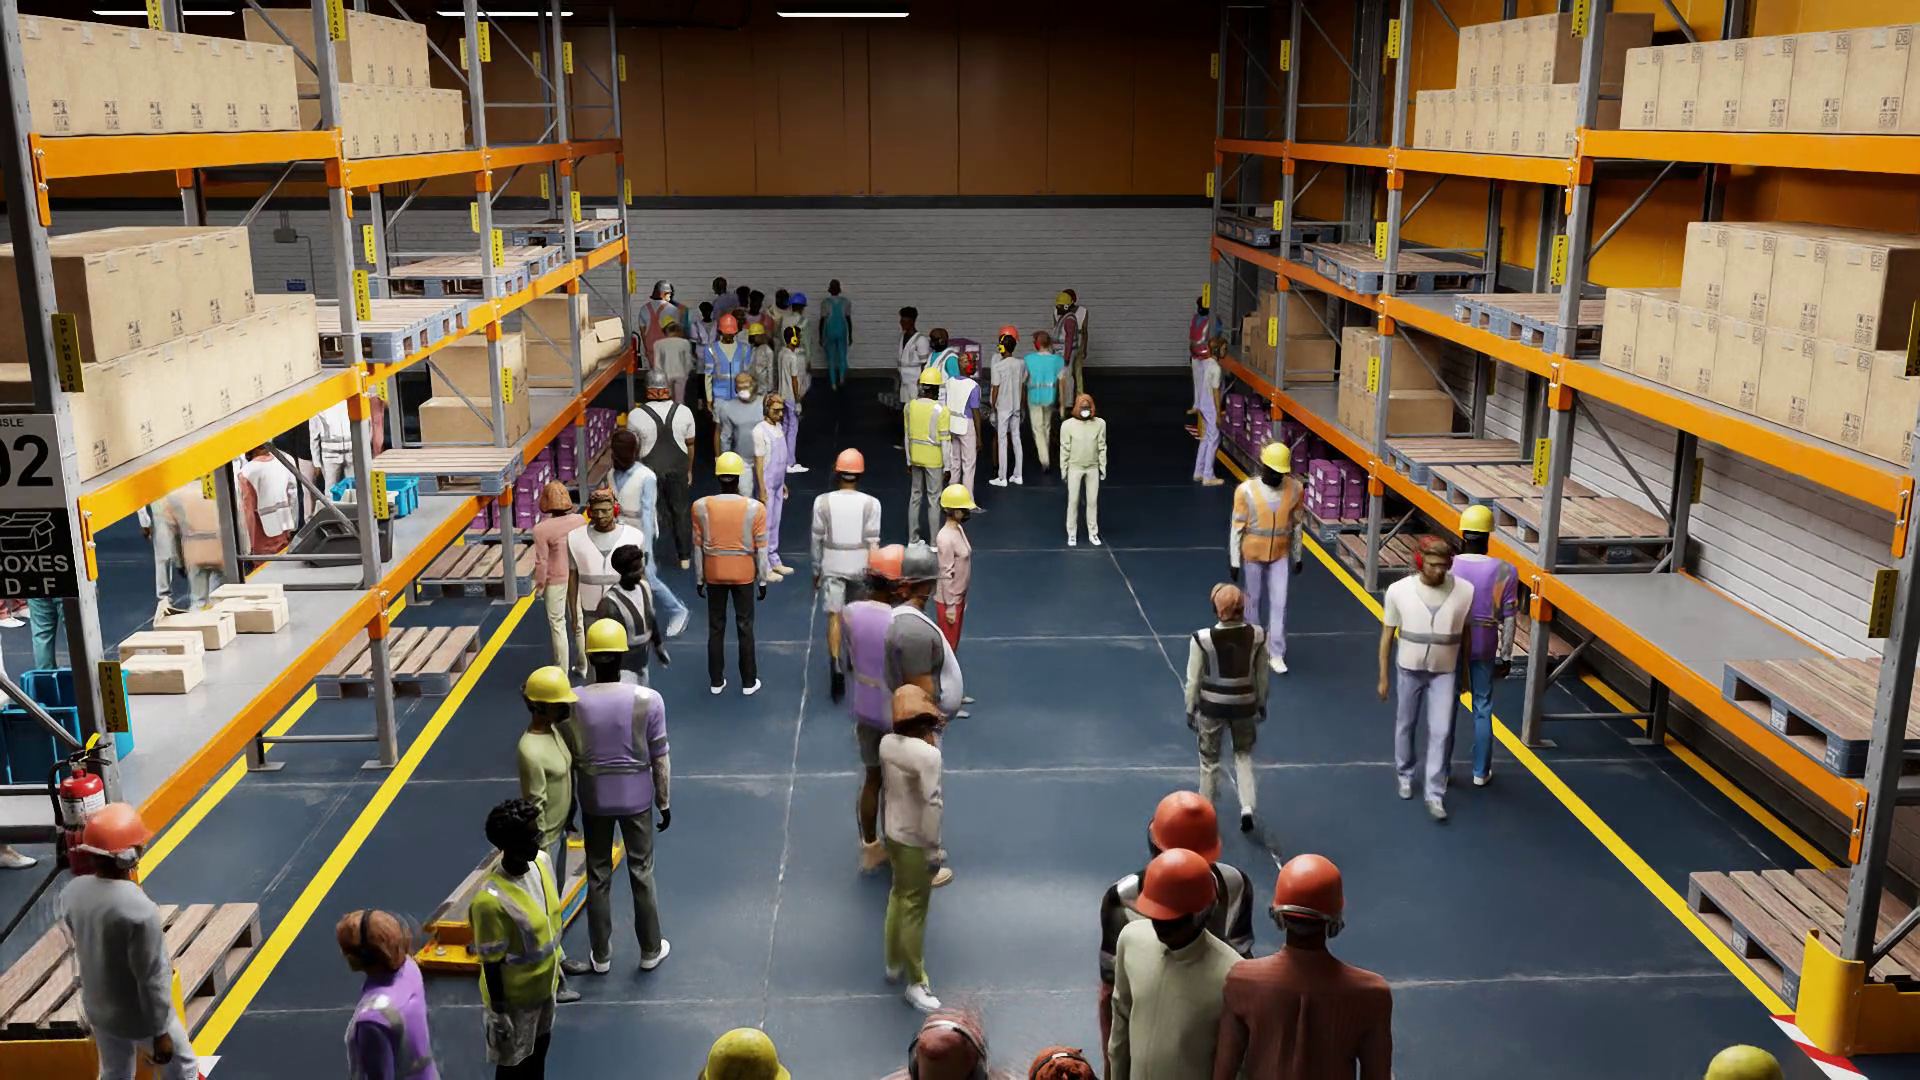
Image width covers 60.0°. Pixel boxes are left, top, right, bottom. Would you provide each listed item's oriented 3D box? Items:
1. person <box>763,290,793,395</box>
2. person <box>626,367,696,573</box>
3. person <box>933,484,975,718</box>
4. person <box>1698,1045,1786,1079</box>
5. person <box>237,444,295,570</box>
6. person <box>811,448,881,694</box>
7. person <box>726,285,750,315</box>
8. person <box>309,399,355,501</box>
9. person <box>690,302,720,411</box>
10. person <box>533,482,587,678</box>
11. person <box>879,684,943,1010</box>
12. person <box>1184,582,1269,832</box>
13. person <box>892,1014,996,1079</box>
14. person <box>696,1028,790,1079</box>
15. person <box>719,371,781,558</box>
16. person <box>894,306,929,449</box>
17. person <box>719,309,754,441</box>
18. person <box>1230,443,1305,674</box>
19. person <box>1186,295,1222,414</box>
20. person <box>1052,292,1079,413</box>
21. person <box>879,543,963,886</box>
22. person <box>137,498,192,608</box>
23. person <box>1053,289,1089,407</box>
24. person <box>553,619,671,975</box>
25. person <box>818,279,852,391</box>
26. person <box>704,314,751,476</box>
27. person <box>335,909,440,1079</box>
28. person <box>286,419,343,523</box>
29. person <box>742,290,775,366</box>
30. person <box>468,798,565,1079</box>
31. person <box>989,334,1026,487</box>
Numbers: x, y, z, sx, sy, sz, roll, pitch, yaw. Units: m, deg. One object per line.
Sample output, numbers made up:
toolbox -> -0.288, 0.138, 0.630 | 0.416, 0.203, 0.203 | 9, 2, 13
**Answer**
person -> -2.794, -3.033, 26.140 | 0.630, 1.794, 0.973 | -4, 15, -17
person -> -2.976, -0.700, 16.466 | 0.681, 2.000, 0.538 | -7, 16, -25
person -> -0.040, 0.448, 12.510 | 0.310, 1.769, 0.522 | 2, 14, 8
person -> 2.258, 2.336, 5.206 | 0.661, 1.728, 0.492 | 7, 16, 26
person -> -5.902, -0.052, 14.197 | 0.412, 1.906, 0.602 | 3, 15, 11
person -> -0.890, 0.235, 13.088 | 0.557, 1.898, 0.935 | -1, 14, -3
person -> -3.326, -2.913, 25.370 | 0.616, 1.937, 0.880 | 5, 15, 20
person -> -6.438, -0.833, 17.304 | 0.584, 1.882, 0.347 | -10, 17, -33
person -> -3.850, -2.810, 25.459 | 0.540, 1.689, 0.322 | -3, 15, -13
person -> -3.160, 0.339, 13.196 | 0.282, 1.636, 0.500 | 11, 18, 37
person -> -0.204, 1.549, 8.503 | 0.325, 1.609, 0.643 | -9, 17, -31
person -> 1.664, 1.069, 10.341 | 0.551, 1.629, 0.410 | -1, 14, -5
person -> -0.022, 2.287, 5.046 | 0.681, 1.883, 0.480 | 3, 15, 11
person -> -0.675, 2.323, 5.213 | 0.321, 1.737, 0.483 | 2, 14, 10
person -> -2.128, -0.781, 17.025 | 0.649, 1.918, 0.506 | 0, 14, 2
person -> -0.656, -2.166, 22.368 | 0.362, 1.963, 0.613 | -9, 17, -33
person -> -3.080, -2.304, 23.164 | 0.501, 1.841, 0.349 | -6, 15, -22
person -> 2.506, 0.144, 13.453 | 0.625, 1.877, 0.890 | -1, 14, -5
person -> 3.651, -2.760, 24.980 | 0.432, 1.835, 0.620 | -7, 16, -26
person -> 1.602, -2.862, 25.391 | 0.403, 1.824, 0.593 | -1, 14, -5
person -> -0.247, 1.001, 9.788 | 0.536, 2.000, 0.688 | -5, 15, -19
person -> -7.051, -0.233, 14.908 | 0.594, 1.911, 0.407 | -9, 17, -33
person -> 1.719, -2.997, 25.912 | 0.568, 1.831, 0.412 | 5, 15, 21
person -> -1.798, 1.345, 8.680 | 0.585, 1.921, 0.373 | -1, 14, -5
person -> -2.056, -3.369, 27.361 | 0.557, 1.828, 0.421 | -3, 15, -11
person -> -2.895, -1.819, 20.872 | 0.606, 2.037, 0.382 | -5, 15, -20
person -> -2.141, 2.128, 6.202 | 0.407, 1.627, 0.517 | 0, 14, 1
person -> -6.700, -0.904, 17.354 | 0.612, 1.997, 0.376 | -2, 14, -8
person -> -3.045, -2.727, 24.613 | 0.633, 1.942, 0.428 | -4, 15, -15
person -> -1.835, 1.884, 7.009 | 0.316, 1.696, 0.540 | 3, 15, 13
person -> 0.582, -1.581, 20.290 | 0.510, 1.862, 0.328 | -10, 17, -34
